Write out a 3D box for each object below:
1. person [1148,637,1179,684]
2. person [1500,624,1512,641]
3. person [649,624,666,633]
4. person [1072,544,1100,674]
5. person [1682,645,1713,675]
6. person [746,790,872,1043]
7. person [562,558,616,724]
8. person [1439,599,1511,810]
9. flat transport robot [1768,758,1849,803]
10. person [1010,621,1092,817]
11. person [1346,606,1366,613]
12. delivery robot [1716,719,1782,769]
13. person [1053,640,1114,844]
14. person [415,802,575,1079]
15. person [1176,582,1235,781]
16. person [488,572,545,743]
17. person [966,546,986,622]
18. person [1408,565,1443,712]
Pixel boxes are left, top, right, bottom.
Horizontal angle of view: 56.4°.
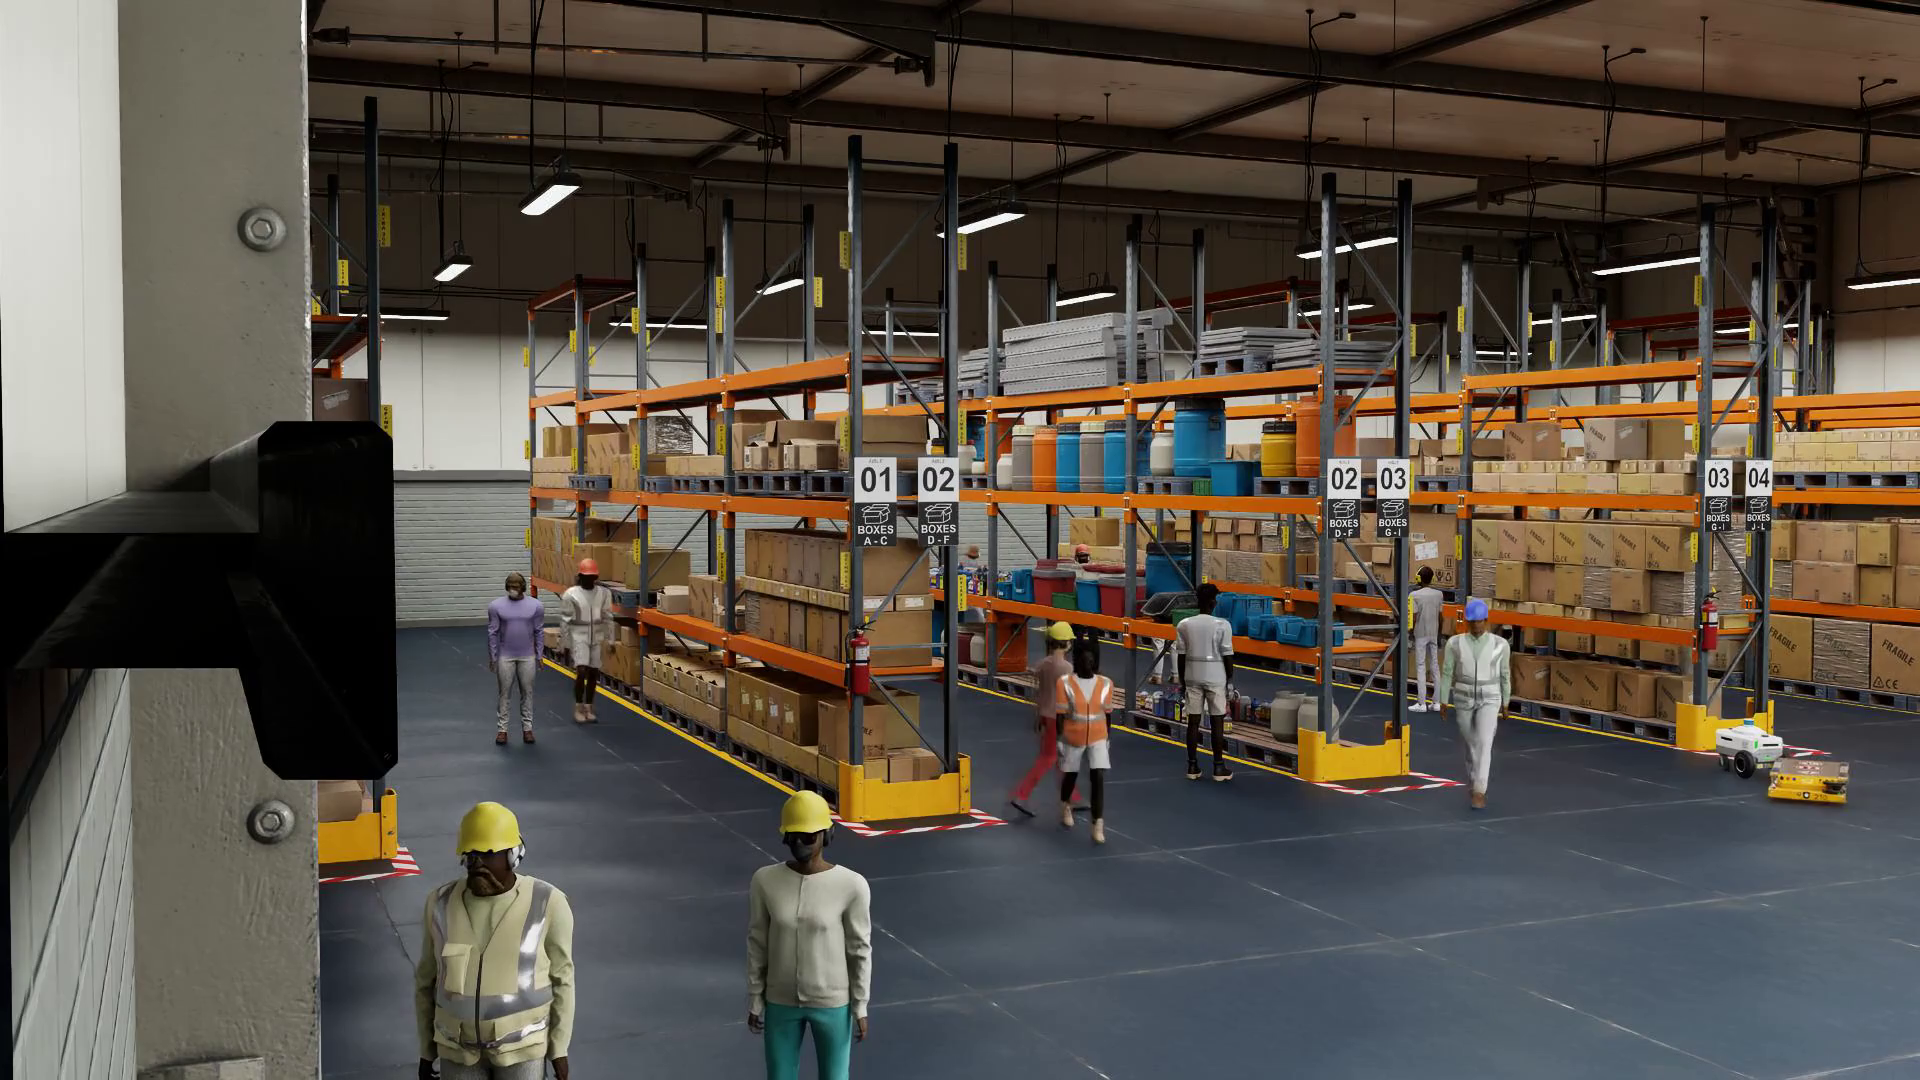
[{"bbox_3d":[2.945,1.161,25.913,0.621,1.837,0.429,-1,2,-19],"label":"person"},{"bbox_3d":[8.715,1.145,28.516,0.405,1.658,0.599,0,2,12],"label":"person"},{"bbox_3d":[-4.995,1.124,29.665,0.521,1.617,0.374,-1,2,-24],"label":"person"},{"bbox_3d":[1.846,1.056,26.698,0.608,1.986,0.391,-1,2,-15],"label":"person"},{"bbox_3d":[9.921,1.232,24.224,0.625,1.820,0.421,-2,3,-42],"label":"person"},{"bbox_3d":[-0.626,1.905,7.365,0.524,1.769,0.326,0,2,10],"label":"person"},{"bbox_3d":[-4.506,1.233,21.815,0.609,2.018,0.668,-1,3,-31],"label":"person"},{"bbox_3d":[4.808,1.491,16.712,0.631,1.900,1.020,1,2,22],"label":"person"},{"bbox_3d":[8.140,2.288,17.158,0.652,0.197,1.431,1,3,28],"label":"flat transport robot"},{"bbox_3d":[0.816,1.591,16.025,0.875,1.733,0.531,-1,2,-23],"label":"person"},{"bbox_3d":[6.725,1.049,30.644,0.508,1.691,0.907,-1,2,-22],"label":"person"},{"bbox_3d":[8.013,2.062,18.207,0.477,0.478,0.707,0,2,-11],"label":"delivery robot"},{"bbox_3d":[1.032,1.659,15.119,0.529,1.667,0.828,0,2,-7],"label":"person"},{"bbox_3d":[-1.763,1.896,6.757,0.601,1.830,0.404,0,2,2],"label":"person"},{"bbox_3d":[2.457,1.403,17.887,0.600,1.967,0.367,1,3,29],"label":"person"},{"bbox_3d":[-5.024,1.328,20.299,0.631,1.932,0.362,-1,2,-15],"label":"person"},{"bbox_3d":[0.206,0.908,35.569,0.802,1.600,0.502,0,2,-11],"label":"person"},{"bbox_3d":[5.936,1.259,22.904,0.520,1.873,0.335,-1,2,-18],"label":"person"}]
